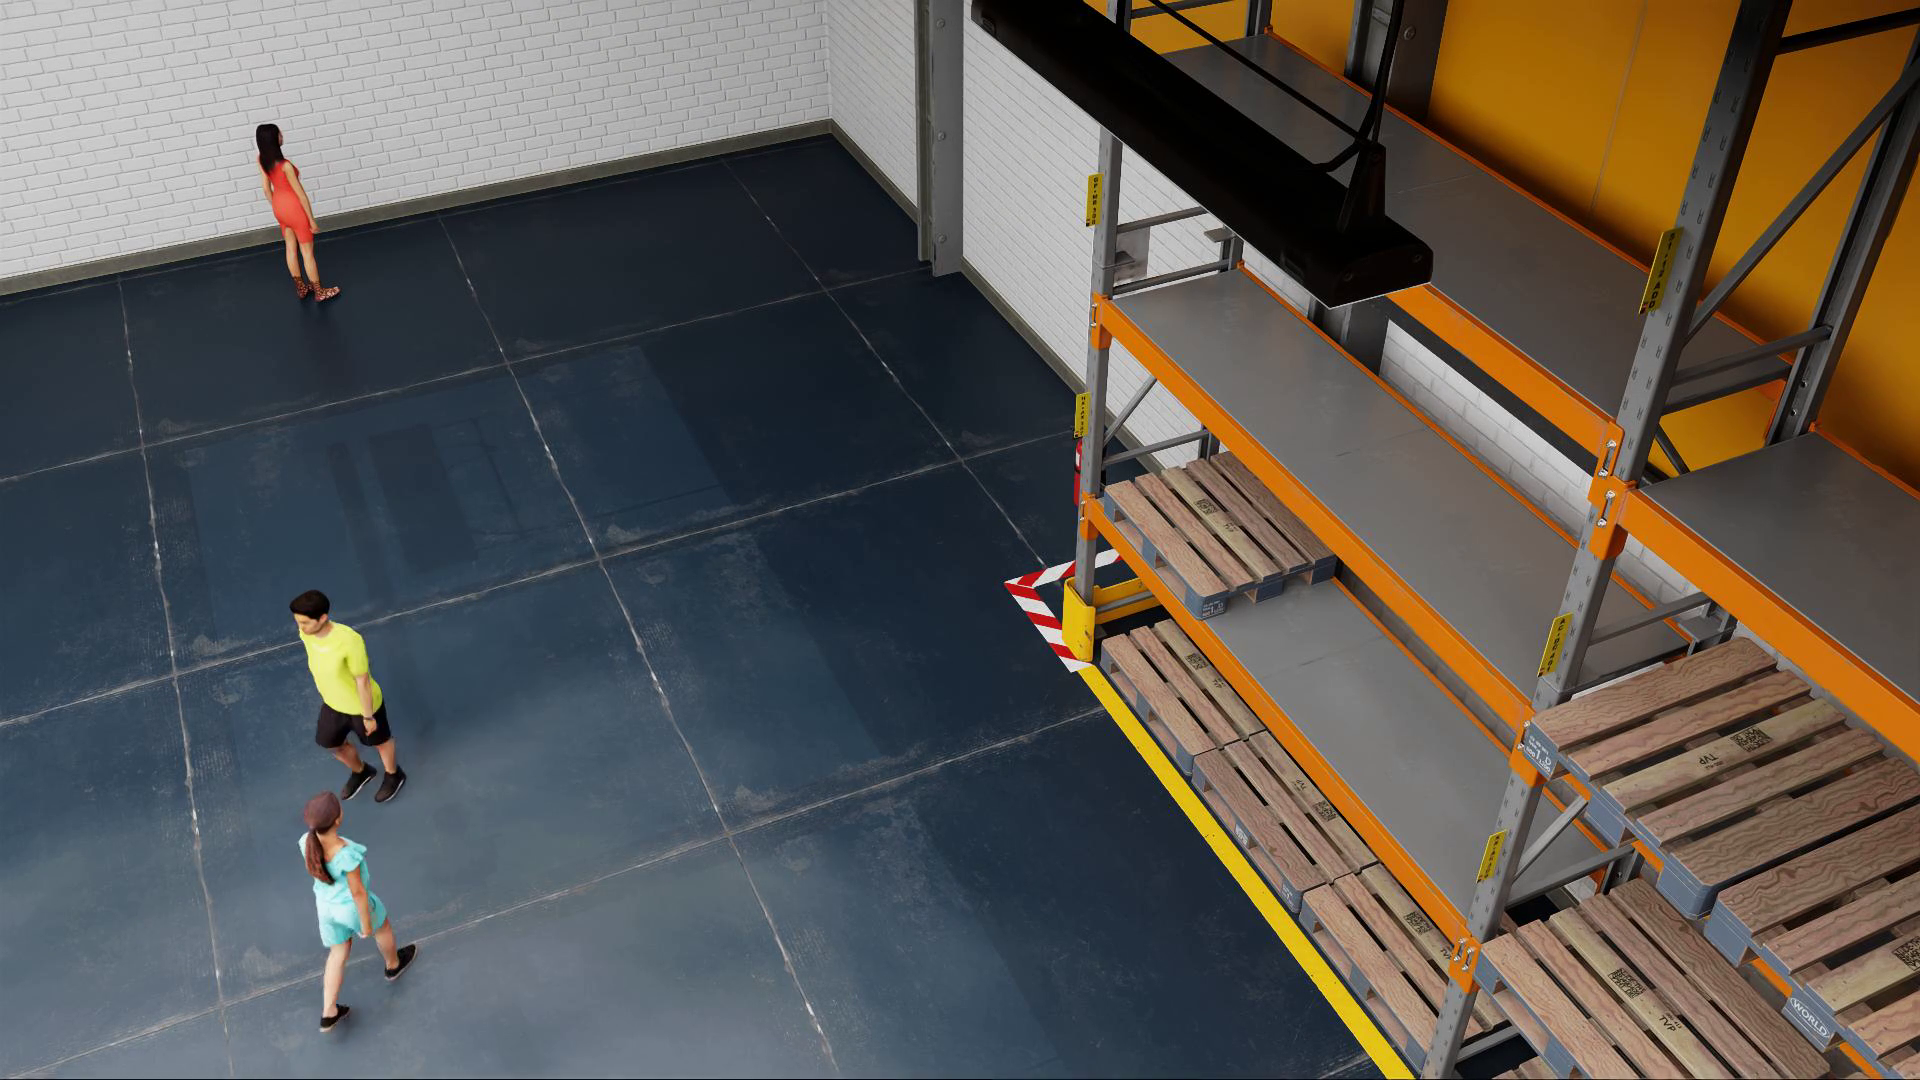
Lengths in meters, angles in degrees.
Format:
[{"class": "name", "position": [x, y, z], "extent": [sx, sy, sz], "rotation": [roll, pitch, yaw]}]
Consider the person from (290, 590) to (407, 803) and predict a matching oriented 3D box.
[{"class": "person", "position": [-3.680, 0.901, 10.178], "extent": [0.778, 1.696, 0.837], "rotation": [12, 40, 15]}]

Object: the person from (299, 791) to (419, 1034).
[{"class": "person", "position": [-3.343, 2.003, 8.927], "extent": [0.947, 1.535, 1.014], "rotation": [11, 40, 13]}]

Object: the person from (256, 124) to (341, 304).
[{"class": "person", "position": [-6.018, -2.942, 14.971], "extent": [0.650, 1.719, 0.726], "rotation": [16, 41, 19]}]
